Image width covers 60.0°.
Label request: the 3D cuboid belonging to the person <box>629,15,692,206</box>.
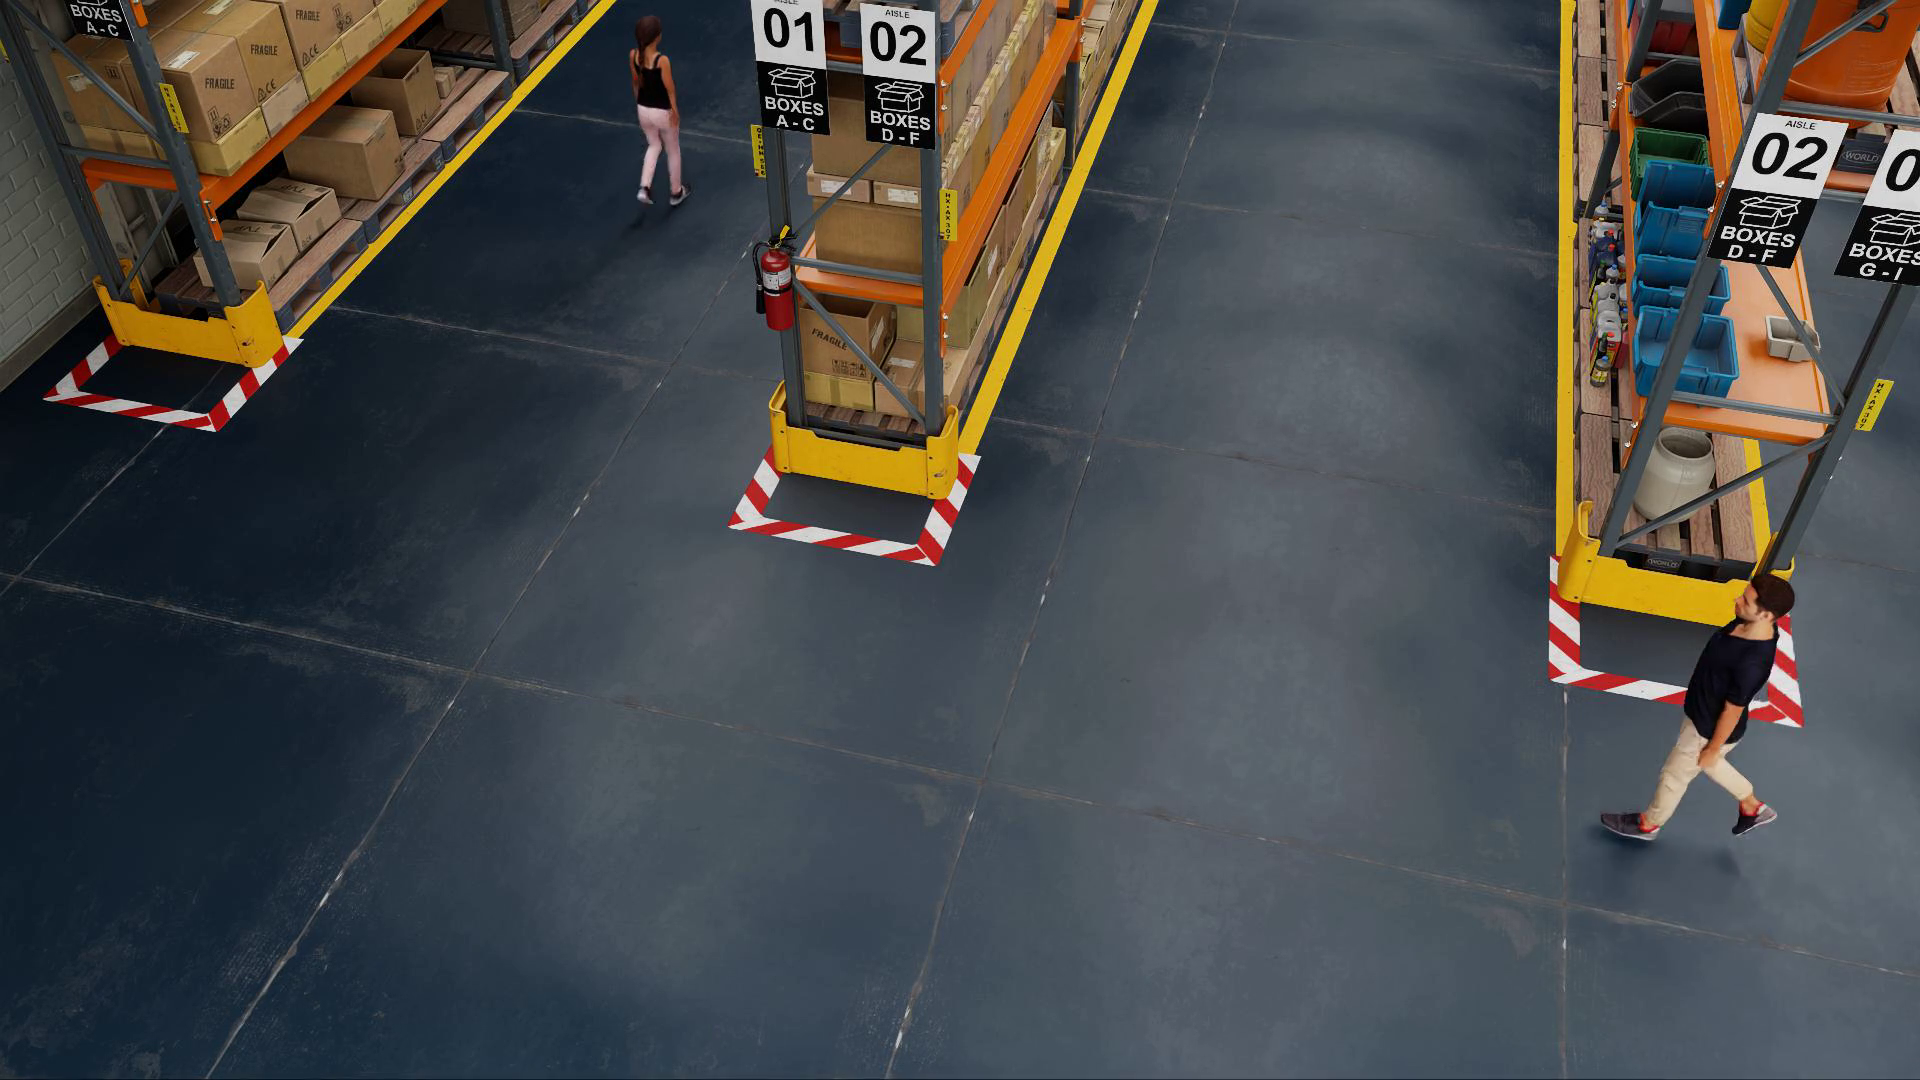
[{"bbox_3d":[-2.314,-3.172,12.504,0.574,1.549,0.787,16,45,16],"label":"person"}]

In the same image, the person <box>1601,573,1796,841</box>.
[{"bbox_3d":[3.699,0.876,7.953,0.773,1.844,0.963,15,45,15],"label":"person"}]
